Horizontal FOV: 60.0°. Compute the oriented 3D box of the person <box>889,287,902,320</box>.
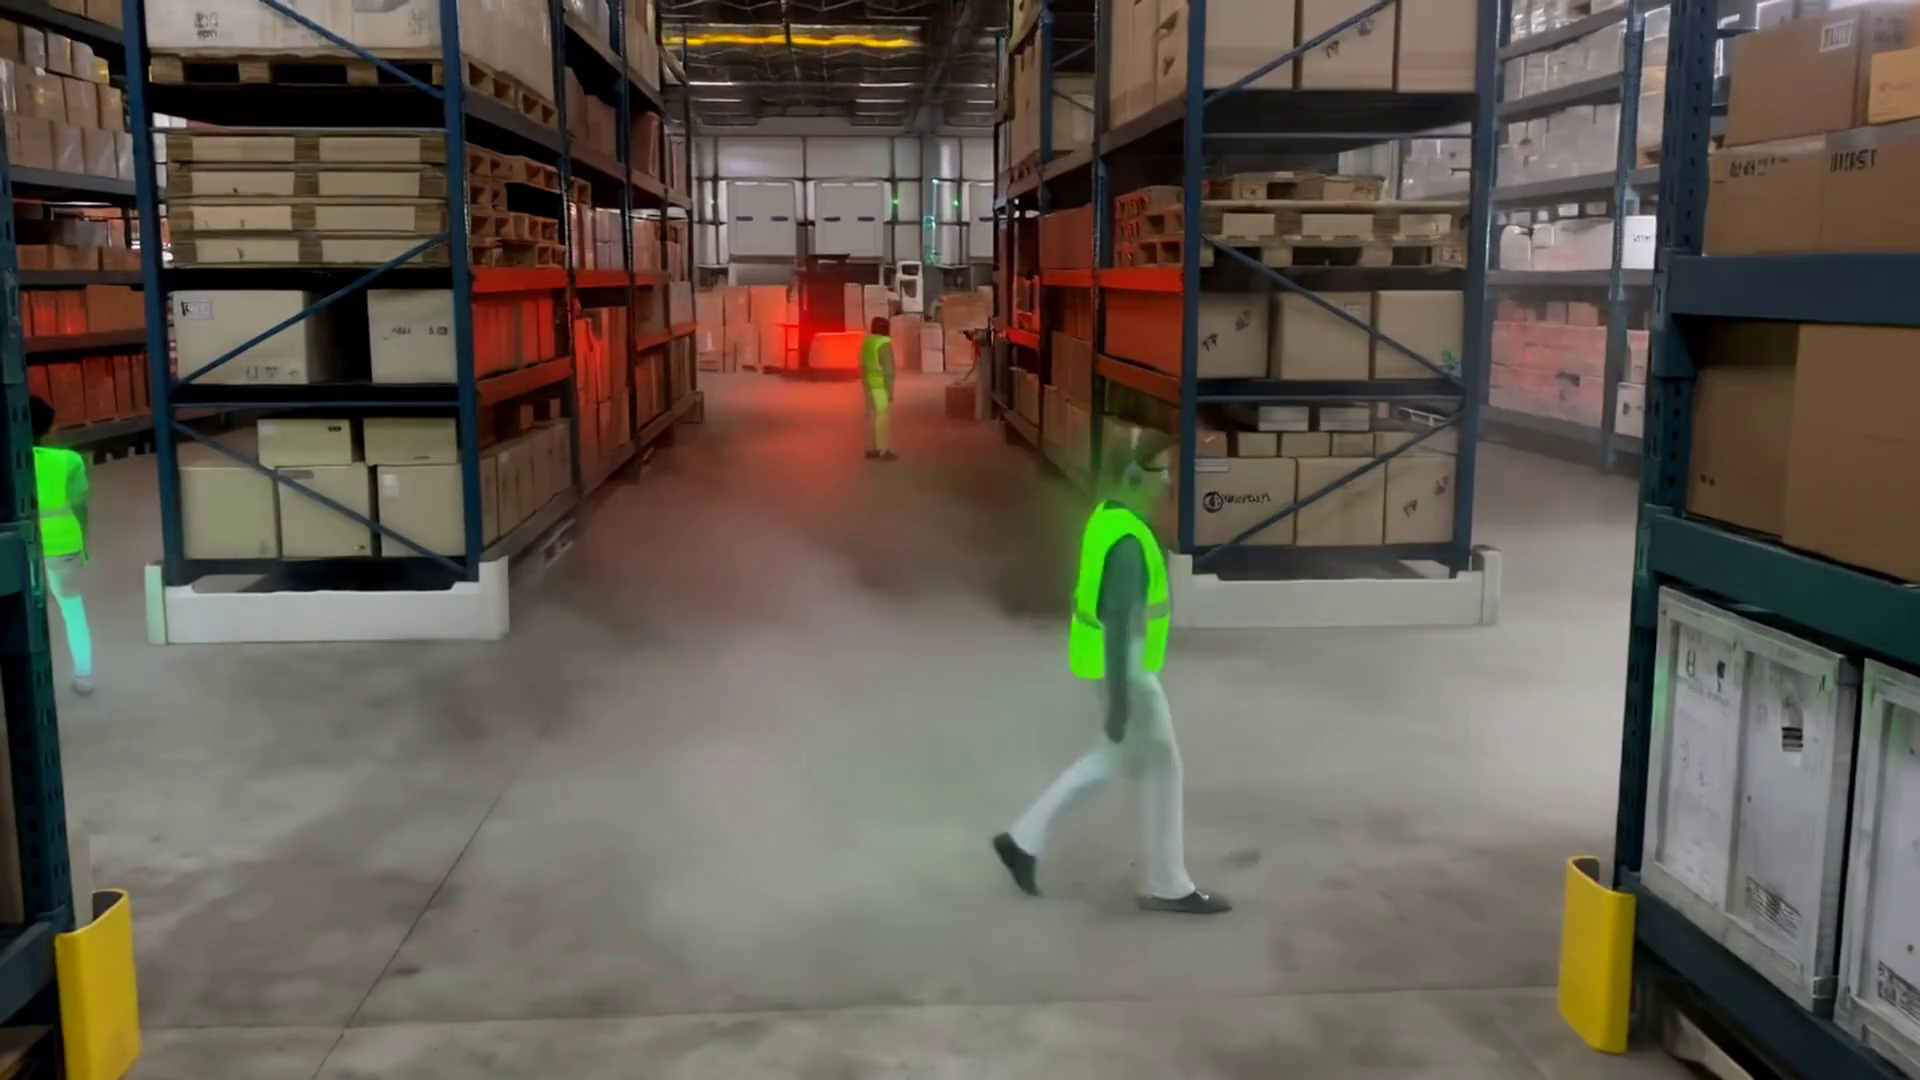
[{"bbox_3d":[-2.311,-7.829,57.975,0.636,1.931,0.376,3,10,21],"label":"person"}]

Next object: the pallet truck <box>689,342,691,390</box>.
[{"bbox_3d":[-5.225,-3.008,27.480,1.885,1.965,0.823,2,9,14],"label":"pallet truck"}]

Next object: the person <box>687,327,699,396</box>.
[{"bbox_3d":[-5.297,-3.647,32.426,0.536,1.700,0.318,6,11,33],"label":"person"}]

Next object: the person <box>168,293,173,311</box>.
[{"bbox_3d":[-31.523,-9.156,66.301,0.585,1.929,0.377,8,12,42],"label":"person"}]

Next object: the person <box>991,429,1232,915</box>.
[{"bbox_3d":[0.557,0.488,6.120,0.827,1.818,0.571,0,9,-3],"label":"person"}]

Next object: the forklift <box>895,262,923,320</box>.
[{"bbox_3d":[-1.901,-8.824,61.238,1.129,2.768,1.873,-1,9,-4],"label":"forklift"}]

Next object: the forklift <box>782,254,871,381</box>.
[{"bbox_3d":[-2.949,-4.984,37.127,1.873,2.768,1.129,8,12,41],"label":"forklift"}]

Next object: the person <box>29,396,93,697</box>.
[{"bbox_3d":[-5.047,0.060,9.148,0.315,1.700,0.541,7,11,37],"label":"person"}]

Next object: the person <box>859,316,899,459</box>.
[{"bbox_3d":[-1.035,-1.956,21.386,0.430,1.839,0.619,-6,11,-32],"label":"person"}]
